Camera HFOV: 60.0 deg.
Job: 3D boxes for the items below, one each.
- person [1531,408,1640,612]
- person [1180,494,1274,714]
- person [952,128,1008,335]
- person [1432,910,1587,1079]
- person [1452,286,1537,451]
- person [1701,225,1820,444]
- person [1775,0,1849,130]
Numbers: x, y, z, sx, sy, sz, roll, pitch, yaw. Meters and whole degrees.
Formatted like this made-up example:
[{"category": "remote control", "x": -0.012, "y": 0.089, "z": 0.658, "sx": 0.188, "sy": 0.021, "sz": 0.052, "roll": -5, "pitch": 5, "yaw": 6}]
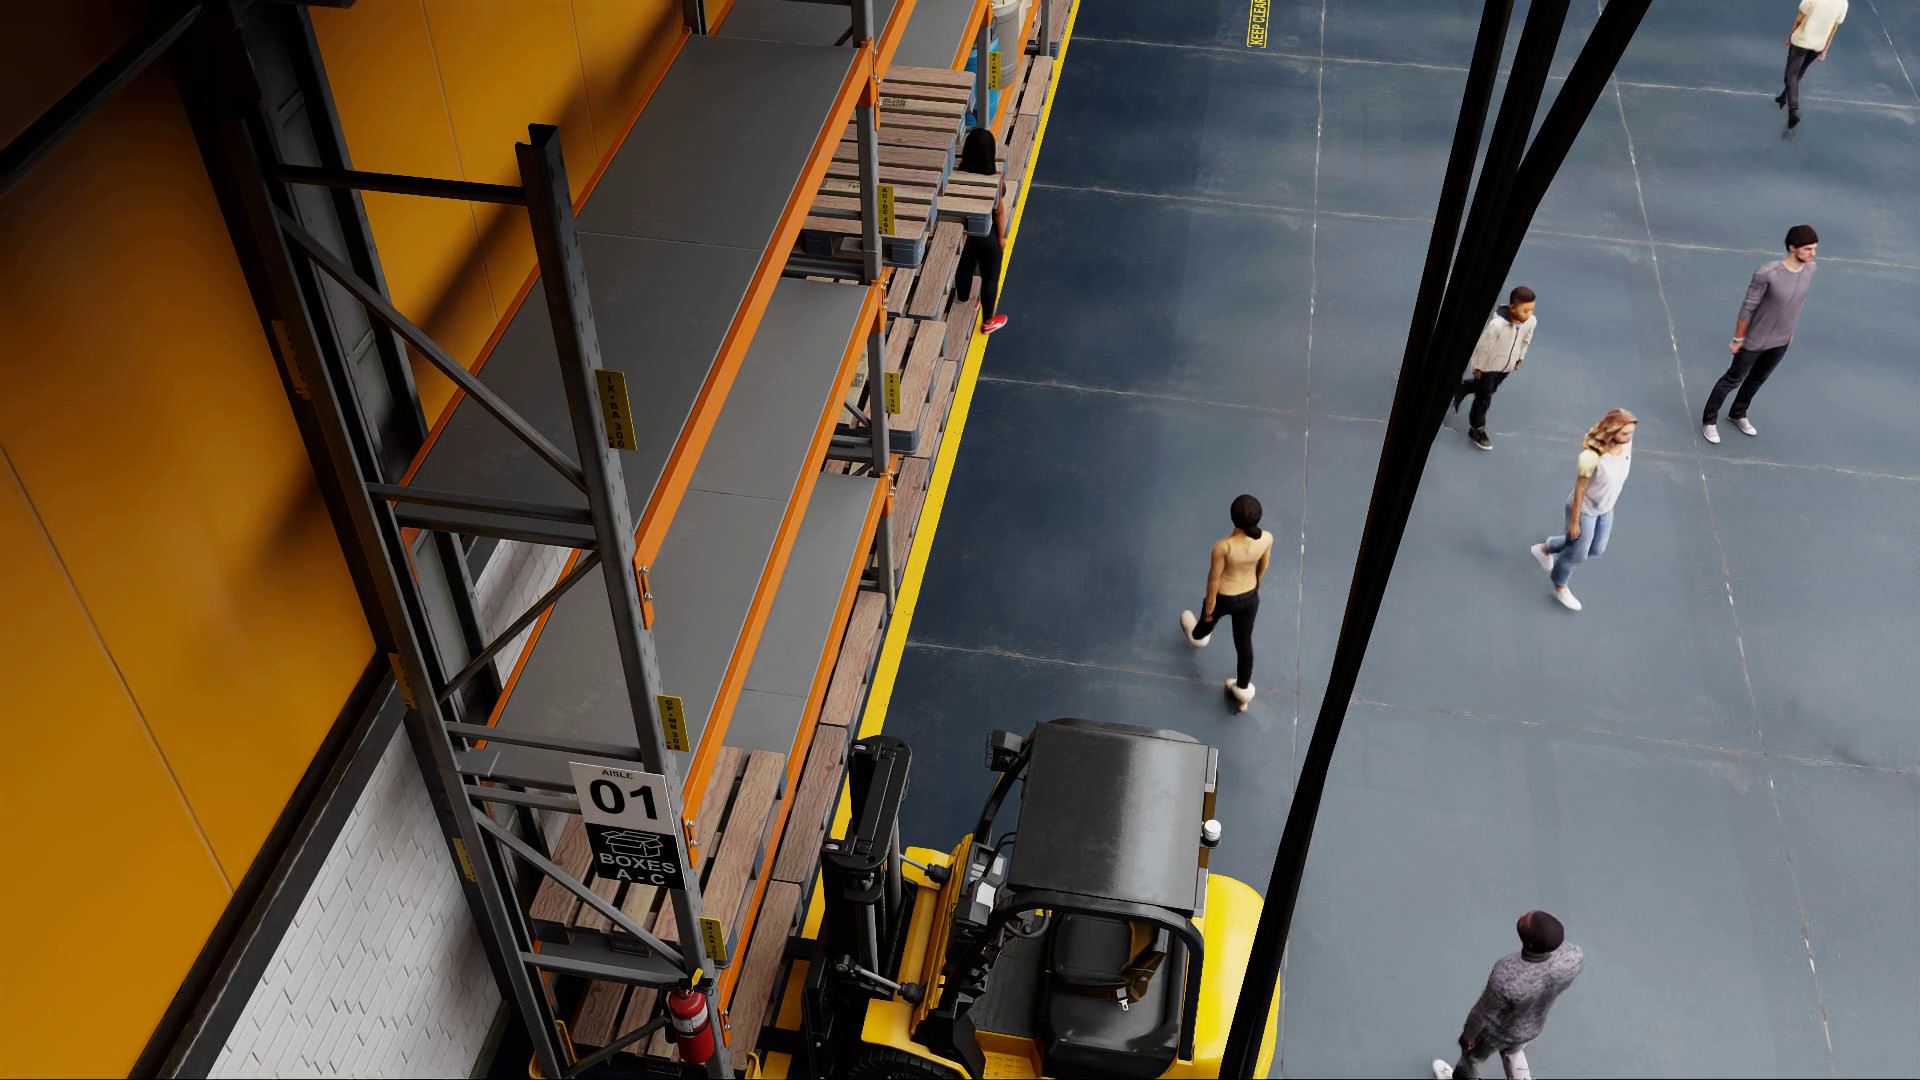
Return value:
[{"category": "person", "x": 4.169, "y": -0.254, "z": 11.239, "sx": 0.837, "sy": 1.710, "sz": 0.899, "roll": -26, "pitch": 49, "yaw": -25}, {"category": "person", "x": 1.781, "y": 0.426, "z": 10.592, "sx": 0.897, "sy": 1.616, "sz": 1.165, "roll": -10, "pitch": 44, "yaw": -10}, {"category": "person", "x": 0.152, "y": -2.517, "z": 13.538, "sx": 0.763, "sy": 1.816, "sz": 0.777, "roll": 29, "pitch": 51, "yaw": 27}, {"category": "person", "x": 2.792, "y": 2.461, "z": 8.307, "sx": 0.964, "sy": 1.823, "sz": 1.086, "roll": -15, "pitch": 46, "yaw": -15}, {"category": "person", "x": 4.001, "y": -1.386, "z": 12.636, "sx": 0.854, "sy": 1.420, "sz": 0.961, "roll": -17, "pitch": 46, "yaw": -17}, {"category": "person", "x": 6.052, "y": -1.560, "z": 12.506, "sx": 0.750, "sy": 1.853, "sz": 0.705, "roll": -11, "pitch": 45, "yaw": -11}, {"category": "person", "x": 8.195, "y": -4.732, "z": 16.054, "sx": 0.677, "sy": 1.551, "sz": 1.051, "roll": 2, "pitch": 44, "yaw": 2}]
